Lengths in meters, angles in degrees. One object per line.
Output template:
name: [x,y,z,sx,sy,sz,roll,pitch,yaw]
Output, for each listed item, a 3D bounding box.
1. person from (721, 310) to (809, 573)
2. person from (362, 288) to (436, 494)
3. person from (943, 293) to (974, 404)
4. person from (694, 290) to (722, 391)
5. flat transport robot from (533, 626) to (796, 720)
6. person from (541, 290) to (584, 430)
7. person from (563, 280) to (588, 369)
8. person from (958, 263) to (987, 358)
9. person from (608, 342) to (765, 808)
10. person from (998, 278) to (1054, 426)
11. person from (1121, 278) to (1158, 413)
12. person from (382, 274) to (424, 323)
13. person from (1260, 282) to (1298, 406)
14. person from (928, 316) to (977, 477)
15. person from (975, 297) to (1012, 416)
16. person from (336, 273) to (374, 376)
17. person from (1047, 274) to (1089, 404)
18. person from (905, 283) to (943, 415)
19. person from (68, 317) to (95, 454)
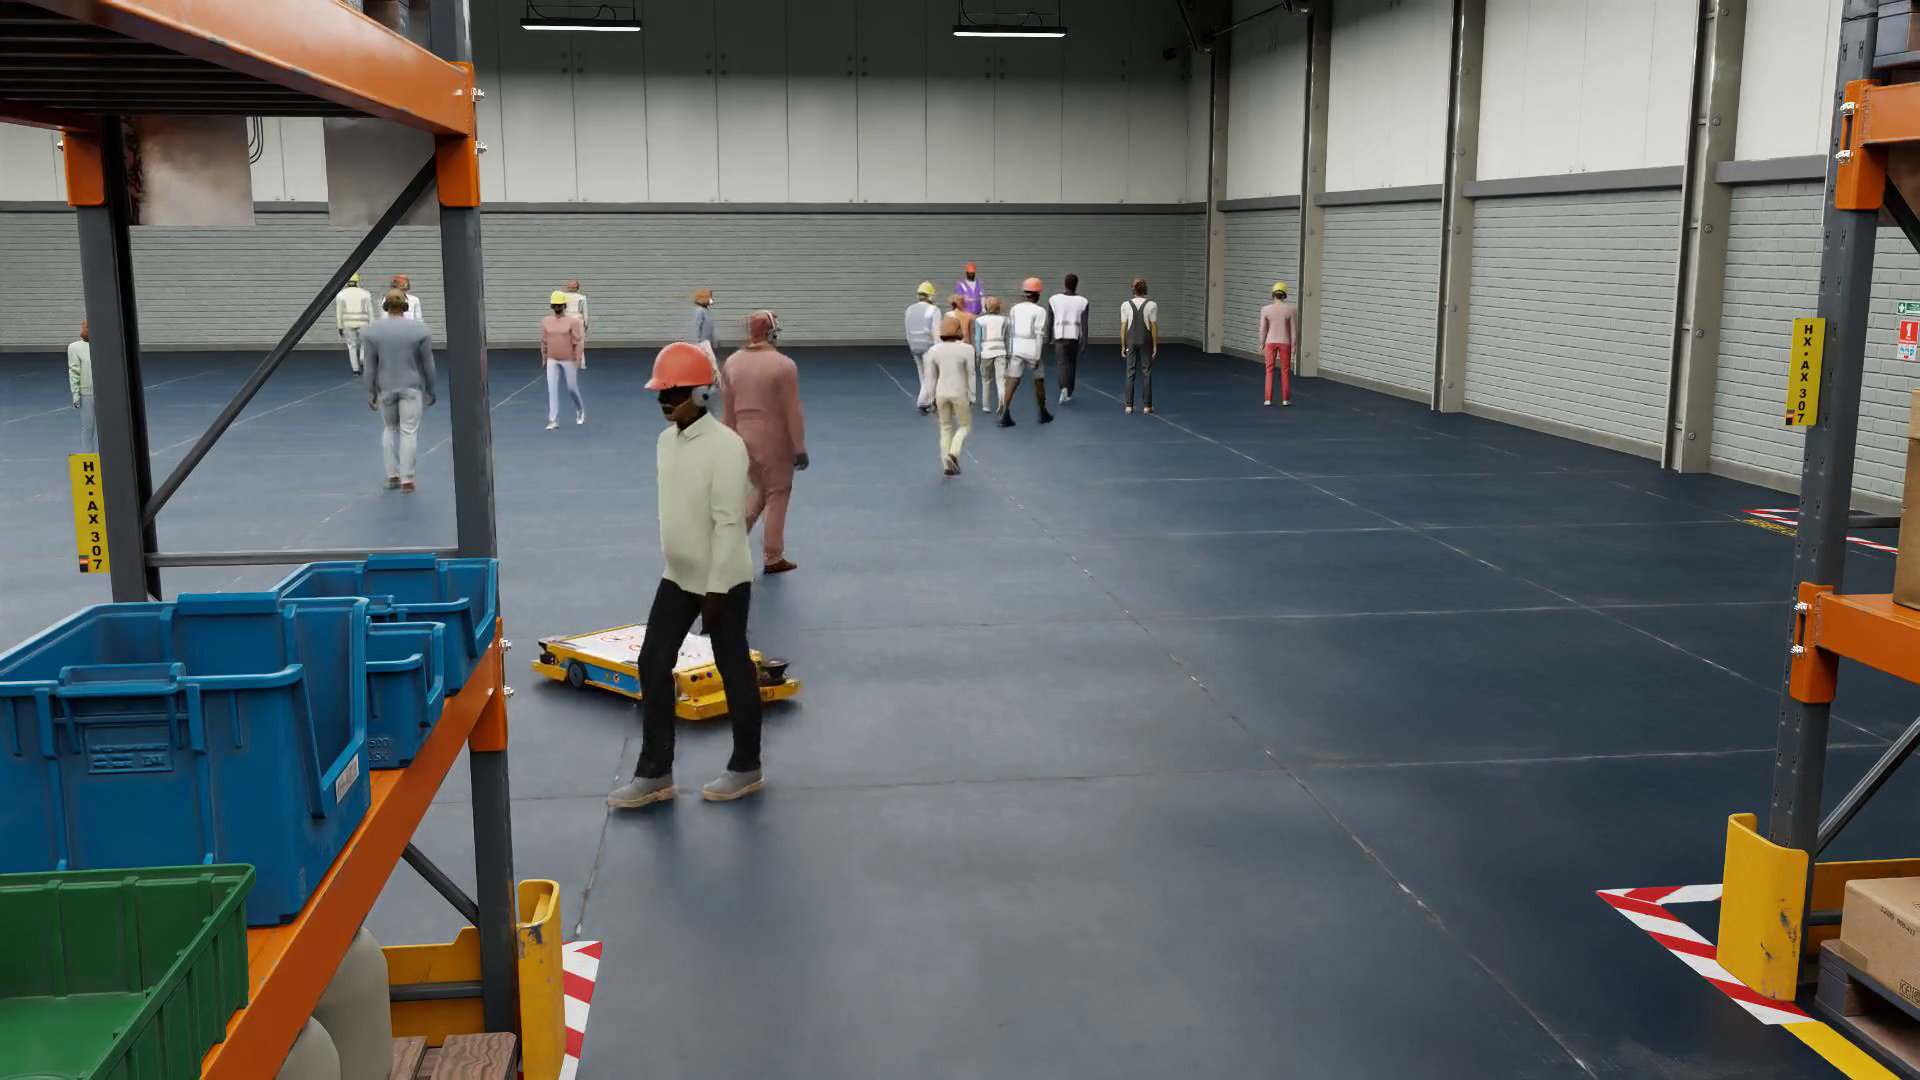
person: [-1.384,-0.685,11.839,0.647,1.892,0.480,8,13,37]
person: [-5.290,-1.420,15.784,0.627,1.913,0.807,-1,10,-7]
person: [0.009,-2.733,23.839,0.503,1.606,0.769,-9,14,-40]
person: [-3.880,-3.065,25.693,0.842,1.580,0.519,2,10,9]
flat transport robot: [-1.593,0.671,8.849,1.431,0.197,0.652,9,14,42]
person: [-5.032,-2.288,21.039,0.539,1.745,0.752,1,10,6]
person: [-7.014,-3.910,30.236,0.509,1.629,0.315,-1,10,-3]
person: [0.227,-4.615,33.423,0.548,1.892,1.028,-3,11,-18]
person: [-1.152,0.171,6.921,0.622,1.961,0.819,10,14,42]
person: [0.842,-2.396,21.253,0.547,1.895,0.998,7,12,33]
person: [2.449,-2.650,22.736,0.508,1.846,0.345,2,11,11]
person: [-7.981,-2.891,24.012,0.573,1.868,0.580,8,13,38]
person: [4.541,-2.786,23.701,0.533,1.767,0.326,3,11,14]
person: [-0.082,-1.427,16.641,0.517,1.616,0.394,4,11,20]
person: [0.467,-2.494,22.563,0.525,1.601,0.837,-2,10,-8]
person: [-10.460,-3.740,28.768,0.615,1.822,0.413,-3,11,-16]
person: [1.571,-2.928,24.182,0.599,1.881,0.934,0,10,1]
person: [-0.432,-2.607,22.700,0.628,1.788,0.787,8,13,36]
person: [-8.686,-1.455,16.767,0.499,1.633,0.283,-9,14,-40]
